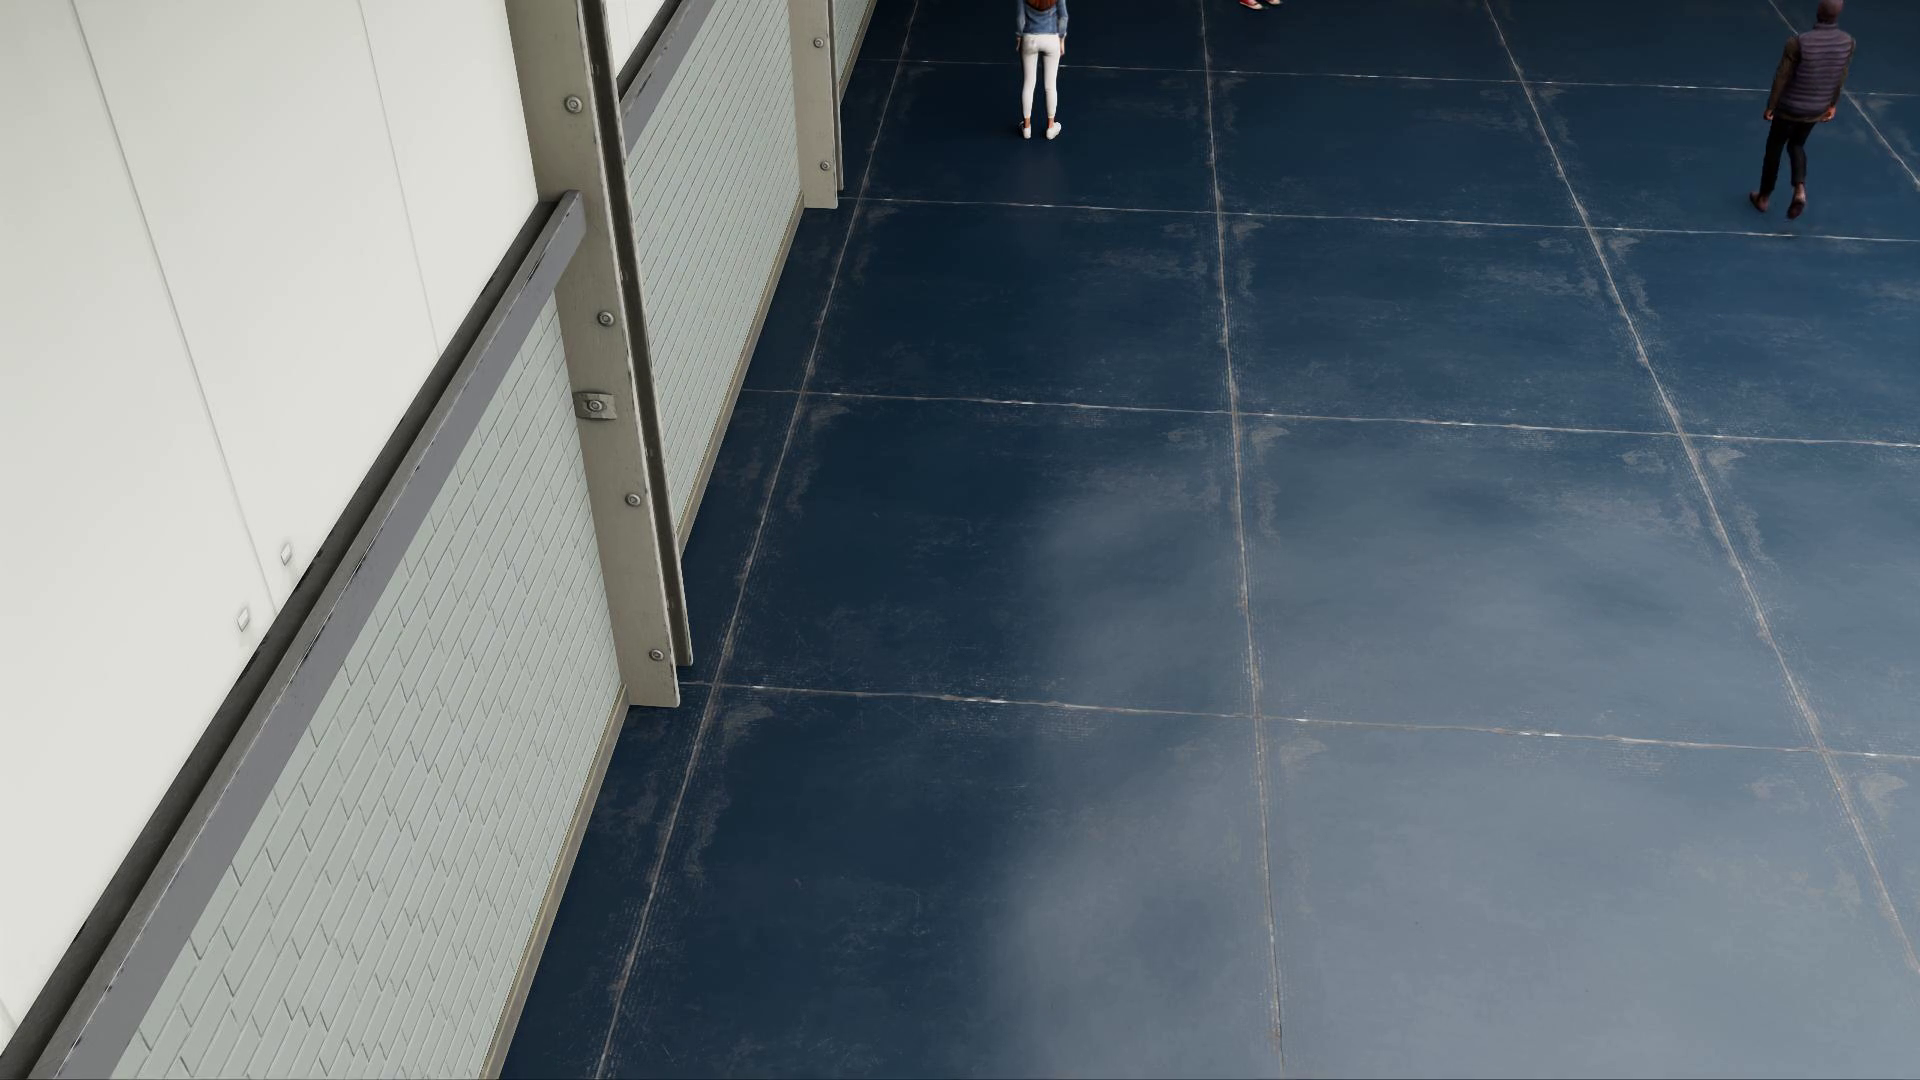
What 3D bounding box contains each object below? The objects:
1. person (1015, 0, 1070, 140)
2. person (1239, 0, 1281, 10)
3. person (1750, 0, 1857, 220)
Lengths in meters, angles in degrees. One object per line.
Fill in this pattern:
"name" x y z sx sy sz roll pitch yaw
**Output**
"person" 0.699 -4.322 14.457 0.610 1.702 0.503 4 38 5
"person" 3.150 -6.339 16.994 0.698 1.753 0.750 -25 45 -29
"person" 6.683 -3.387 13.165 0.754 1.822 0.947 0 38 0
